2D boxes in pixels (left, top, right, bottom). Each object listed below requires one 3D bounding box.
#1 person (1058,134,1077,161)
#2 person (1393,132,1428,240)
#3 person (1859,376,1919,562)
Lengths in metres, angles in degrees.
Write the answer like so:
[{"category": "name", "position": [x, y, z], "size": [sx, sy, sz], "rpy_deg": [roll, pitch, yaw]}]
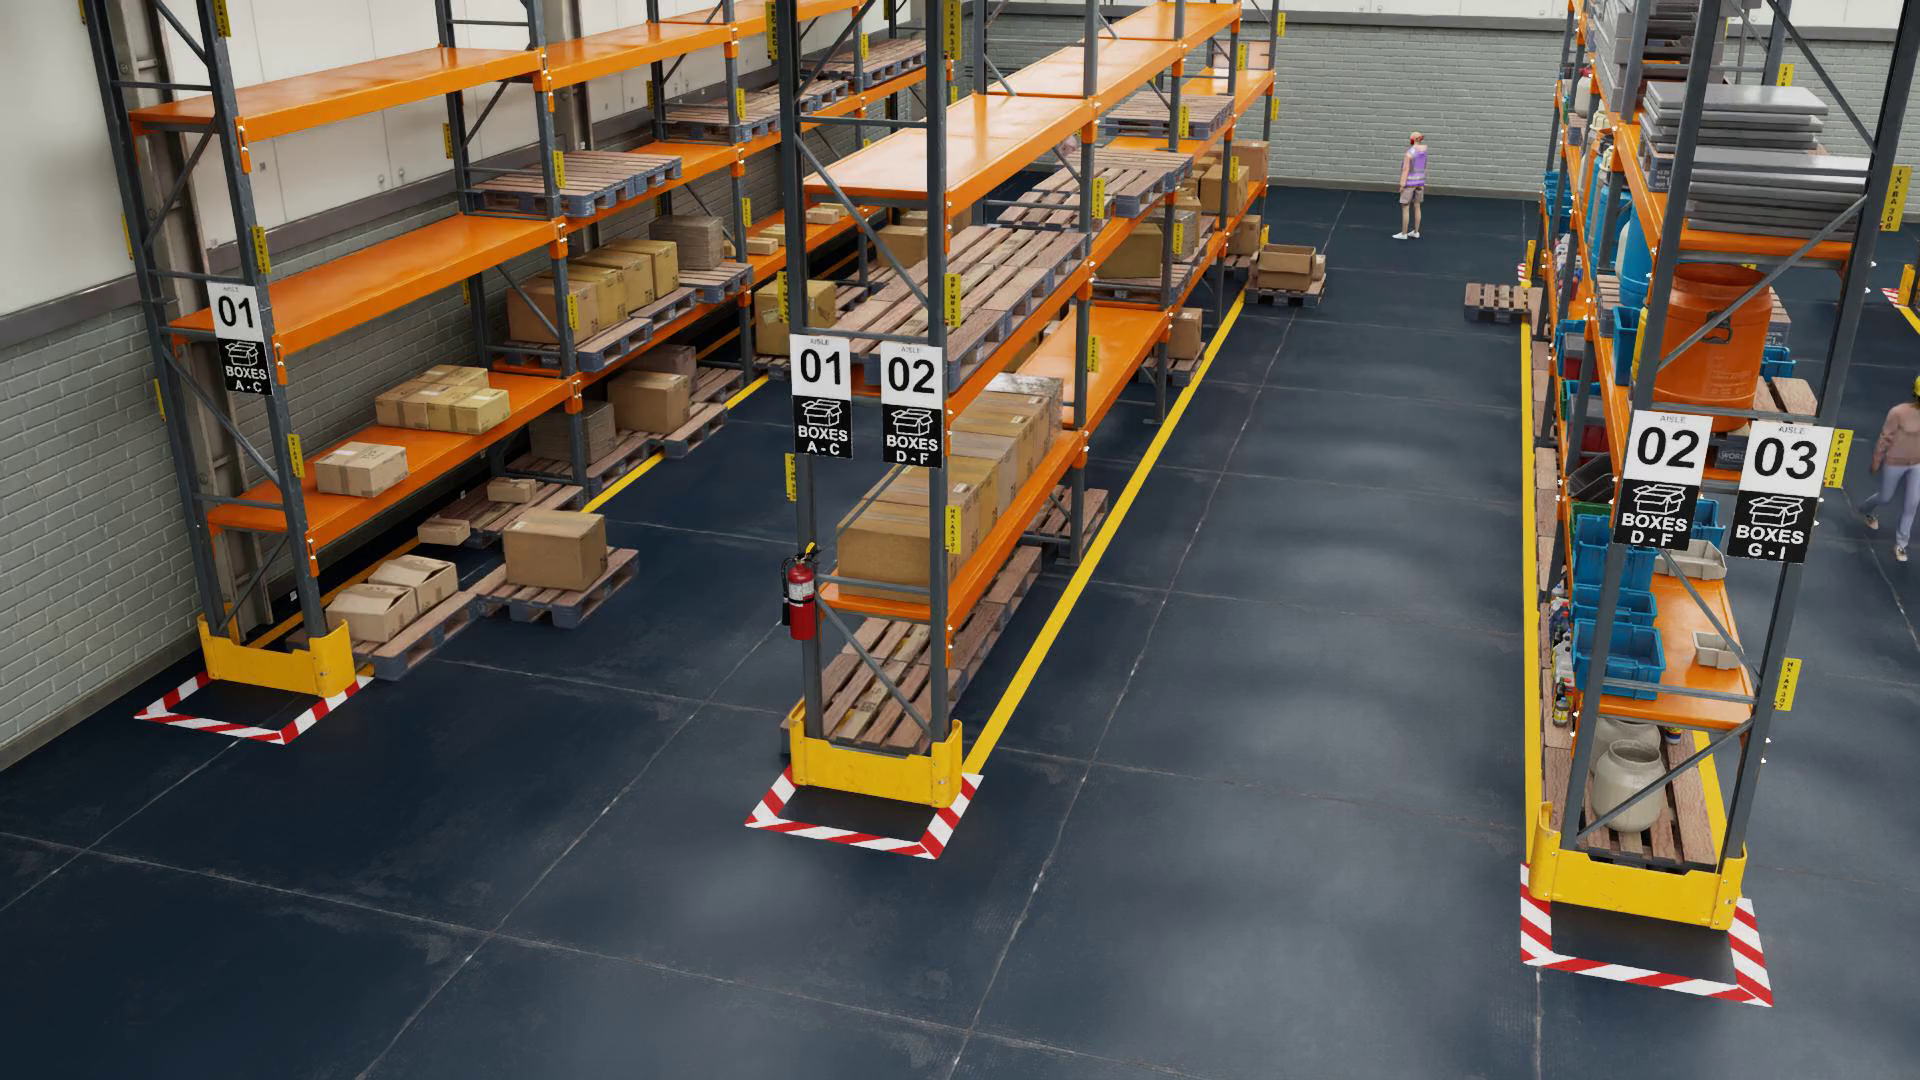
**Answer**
[{"category": "person", "position": [1.741, -5.903, 26.926], "size": [0.334, 1.801, 0.528], "rpy_deg": [3, 24, 7]}, {"category": "person", "position": [7.186, -5.623, 26.422], "size": [0.491, 1.688, 0.347], "rpy_deg": [-14, 27, -28]}, {"category": "person", "position": [8.512, -0.737, 15.035], "size": [0.565, 1.726, 0.745], "rpy_deg": [3, 23, 6]}]
